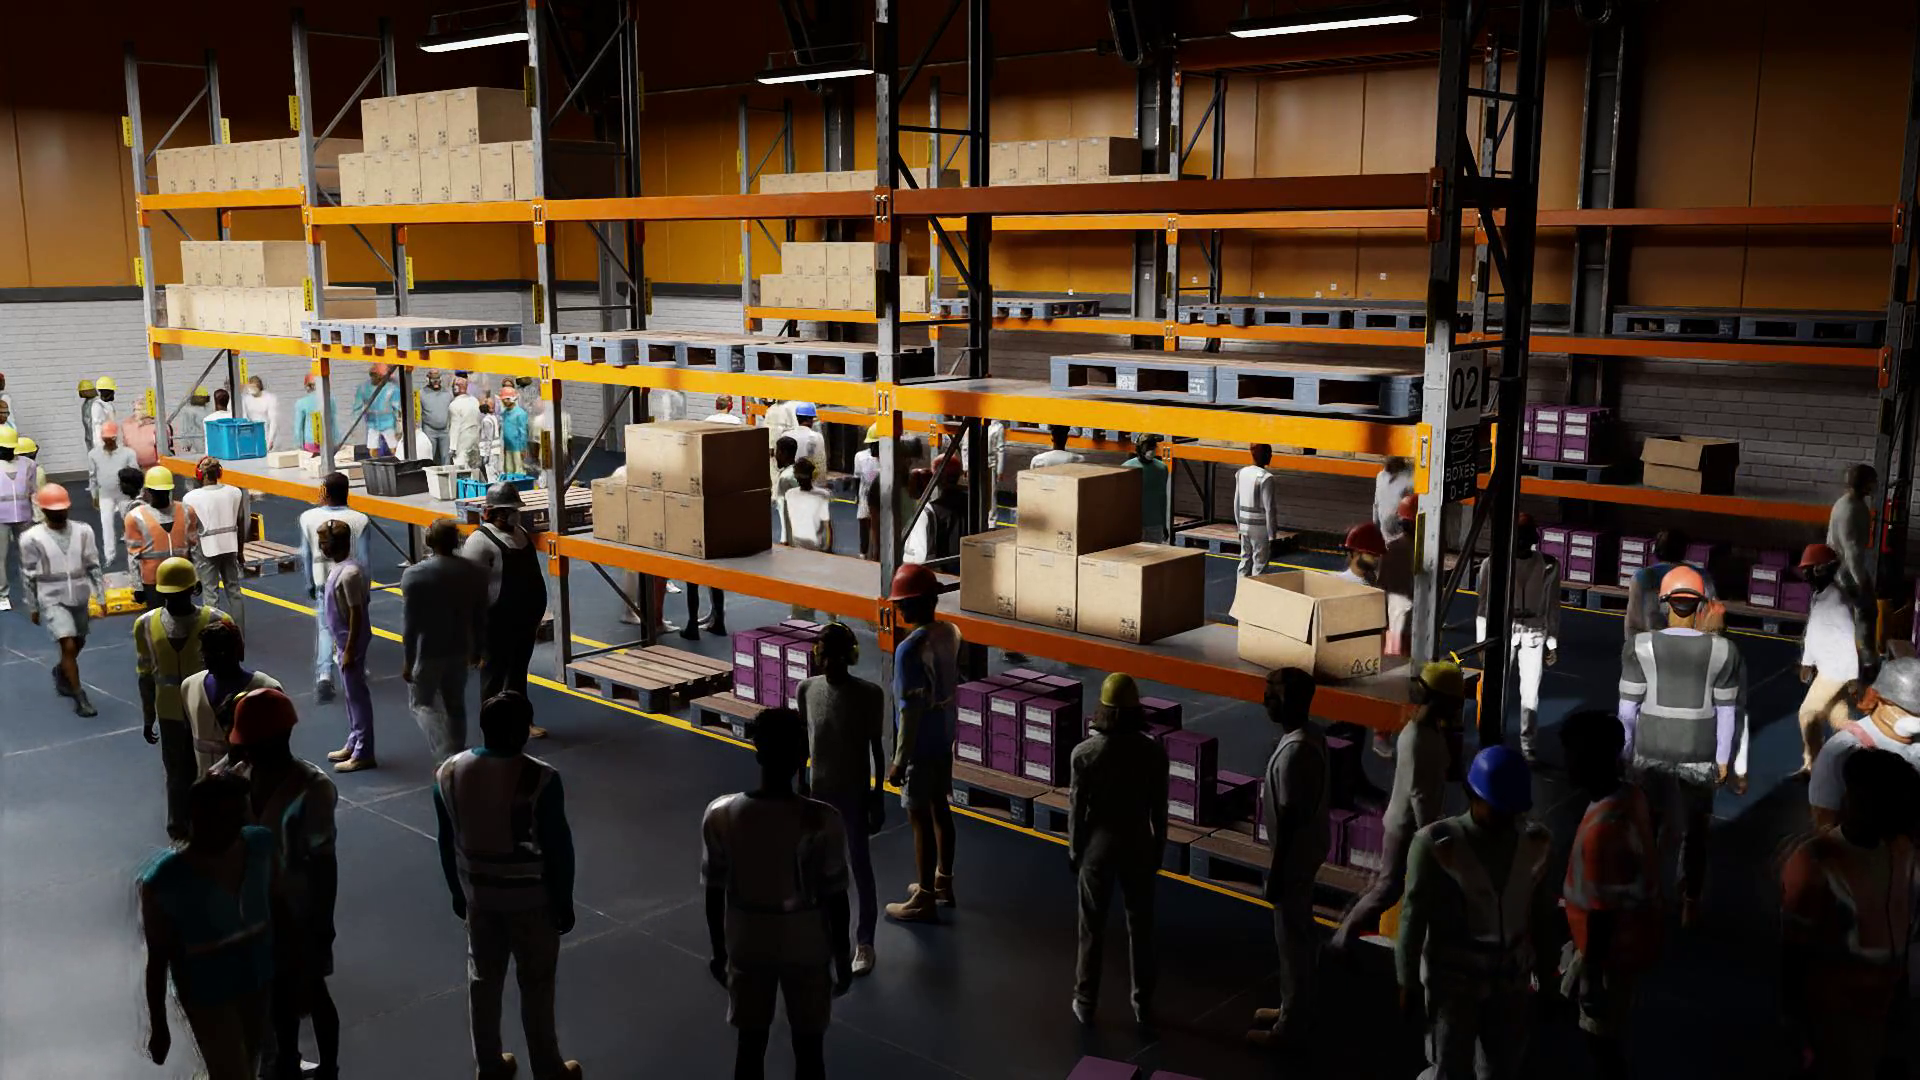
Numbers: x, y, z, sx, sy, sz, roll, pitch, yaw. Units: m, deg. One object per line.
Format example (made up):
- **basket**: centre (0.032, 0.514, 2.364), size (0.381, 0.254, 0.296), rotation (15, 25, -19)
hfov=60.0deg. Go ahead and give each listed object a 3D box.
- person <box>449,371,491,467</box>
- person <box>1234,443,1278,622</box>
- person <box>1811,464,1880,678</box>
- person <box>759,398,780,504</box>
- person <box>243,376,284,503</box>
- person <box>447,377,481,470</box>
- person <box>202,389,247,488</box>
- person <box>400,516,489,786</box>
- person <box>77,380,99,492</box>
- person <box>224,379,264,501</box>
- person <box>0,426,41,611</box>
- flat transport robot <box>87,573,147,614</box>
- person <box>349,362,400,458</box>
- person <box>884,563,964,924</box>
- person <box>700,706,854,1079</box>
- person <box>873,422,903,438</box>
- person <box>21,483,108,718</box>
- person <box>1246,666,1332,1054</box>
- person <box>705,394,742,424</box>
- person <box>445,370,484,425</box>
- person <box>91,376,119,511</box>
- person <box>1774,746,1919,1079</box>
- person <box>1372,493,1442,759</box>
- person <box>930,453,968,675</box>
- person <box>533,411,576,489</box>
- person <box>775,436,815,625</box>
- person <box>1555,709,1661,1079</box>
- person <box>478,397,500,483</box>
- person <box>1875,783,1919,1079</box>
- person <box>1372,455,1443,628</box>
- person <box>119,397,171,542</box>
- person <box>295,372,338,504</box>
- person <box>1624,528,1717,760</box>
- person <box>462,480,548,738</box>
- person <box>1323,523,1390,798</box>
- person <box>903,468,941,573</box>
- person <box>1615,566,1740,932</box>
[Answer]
- **person**: centre (-8.379, -2.269, 28.523), size (0.695, 2.000, 0.692), rotation (-3, 11, -19)
- **person**: centre (2.963, -0.078, 16.576), size (0.344, 1.882, 0.585), rotation (-5, 11, -26)
- **person**: centre (7.813, 0.298, 14.394), size (0.898, 1.904, 0.645), rotation (7, 12, 36)
- **person**: centre (-2.777, -1.398, 24.465), size (0.353, 1.737, 0.572), rotation (-1, 10, -8)
- **person**: centre (-10.366, -1.517, 24.770), size (0.630, 1.882, 1.020), rotation (2, 10, 11)
- **person**: centre (-7.148, -1.384, 23.897), size (0.409, 1.909, 0.640), rotation (3, 10, 16)
- **person**: centre (-9.603, -1.020, 21.805), size (0.392, 1.920, 0.591), rotation (7, 12, 36)
- **person**: centre (-3.578, 0.788, 11.574), size (0.649, 1.918, 0.506), rotation (-9, 14, -42)
- **person**: centre (-13.382, -1.605, 25.638), size (0.486, 1.737, 0.325), rotation (10, 14, 44)
- **person**: centre (-10.799, -1.474, 24.603), size (0.939, 1.833, 0.574), rotation (-1, 10, -5)
- **person**: centre (-9.891, -0.234, 17.351), size (0.373, 1.921, 0.585), rotation (8, 13, 40)
- **flat transport robot**: centre (-9.058, 0.547, 17.599), size (0.652, 0.197, 1.431), rotation (-8, 13, -37)
- **person**: centre (-8.970, -1.756, 25.637), size (0.818, 2.041, 0.603), rotation (-1, 10, -5)
- **person**: centre (-0.223, 1.130, 9.318), size (0.382, 2.037, 0.606), rotation (5, 11, 25)
- **person**: centre (-0.724, 1.628, 6.697), size (0.613, 1.963, 0.362), rotation (2, 10, 11)
- **person**: centre (-0.881, -0.907, 21.168), size (0.391, 1.923, 0.550), rotation (8, 13, 38)
- **person**: centre (-7.325, 0.451, 13.551), size (0.935, 1.898, 0.557), rotation (9, 13, 42)
- **person**: centre (1.562, 1.491, 7.831), size (0.349, 1.841, 0.501), rotation (4, 11, 22)
- **person**: centre (-3.122, -1.012, 22.000), size (0.560, 1.836, 0.394), rotation (5, 11, 24)
- **person**: centre (-7.955, -1.885, 26.744), size (0.631, 1.911, 0.843), rotation (-6, 11, -29)
- **person**: centre (-12.170, -1.374, 23.781), size (0.387, 1.926, 0.591), rotation (-2, 10, -10)
- **person**: centre (3.351, 1.698, 6.398), size (0.616, 1.937, 0.880), rotation (-5, 11, -24)
- **person**: centre (3.319, 0.630, 12.296), size (0.635, 1.985, 0.414), rotation (-5, 11, -27)
- **person**: centre (-0.093, 0.232, 14.502), size (0.376, 1.997, 0.612), rotation (7, 12, 36)
- **person**: centre (-5.500, -1.105, 22.333), size (0.949, 1.914, 0.631), rotation (5, 11, 28)
- **person**: centre (-1.635, -0.078, 16.523), size (0.407, 1.911, 0.594), rotation (2, 10, 11)
- **person**: centre (2.601, 1.630, 6.746), size (0.428, 1.942, 0.633), rotation (6, 12, 29)
- **person**: centre (-6.706, -1.219, 23.716), size (0.308, 1.641, 0.511), rotation (-2, 10, -10)
- **person**: centre (3.765, 1.761, 6.741), size (0.322, 1.689, 0.540), rotation (6, 12, 31)
- **person**: centre (4.400, -0.034, 16.404), size (0.410, 1.862, 0.845), rotation (-8, 13, -37)
- **person**: centre (-10.417, -0.890, 21.233), size (0.642, 1.864, 0.871), rotation (-1, 10, -4)
- **person**: centre (-9.294, -1.448, 24.104), size (0.846, 1.966, 0.612), rotation (10, 14, 43)
- **person**: centre (5.021, 0.799, 11.886), size (0.663, 1.789, 0.954), rotation (0, 10, 1)
- **person**: centre (-3.374, 0.556, 12.545), size (0.538, 2.000, 0.681), rotation (3, 11, 19)
- **person**: centre (2.657, 0.818, 11.419), size (0.554, 1.921, 0.542), rotation (7, 12, 35)
- **person**: centre (-0.325, 0.311, 14.375), size (0.347, 1.882, 0.584), rotation (2, 10, 11)
- **person**: centre (3.942, 1.151, 9.198), size (0.605, 2.037, 0.388), rotation (3, 10, 17)
